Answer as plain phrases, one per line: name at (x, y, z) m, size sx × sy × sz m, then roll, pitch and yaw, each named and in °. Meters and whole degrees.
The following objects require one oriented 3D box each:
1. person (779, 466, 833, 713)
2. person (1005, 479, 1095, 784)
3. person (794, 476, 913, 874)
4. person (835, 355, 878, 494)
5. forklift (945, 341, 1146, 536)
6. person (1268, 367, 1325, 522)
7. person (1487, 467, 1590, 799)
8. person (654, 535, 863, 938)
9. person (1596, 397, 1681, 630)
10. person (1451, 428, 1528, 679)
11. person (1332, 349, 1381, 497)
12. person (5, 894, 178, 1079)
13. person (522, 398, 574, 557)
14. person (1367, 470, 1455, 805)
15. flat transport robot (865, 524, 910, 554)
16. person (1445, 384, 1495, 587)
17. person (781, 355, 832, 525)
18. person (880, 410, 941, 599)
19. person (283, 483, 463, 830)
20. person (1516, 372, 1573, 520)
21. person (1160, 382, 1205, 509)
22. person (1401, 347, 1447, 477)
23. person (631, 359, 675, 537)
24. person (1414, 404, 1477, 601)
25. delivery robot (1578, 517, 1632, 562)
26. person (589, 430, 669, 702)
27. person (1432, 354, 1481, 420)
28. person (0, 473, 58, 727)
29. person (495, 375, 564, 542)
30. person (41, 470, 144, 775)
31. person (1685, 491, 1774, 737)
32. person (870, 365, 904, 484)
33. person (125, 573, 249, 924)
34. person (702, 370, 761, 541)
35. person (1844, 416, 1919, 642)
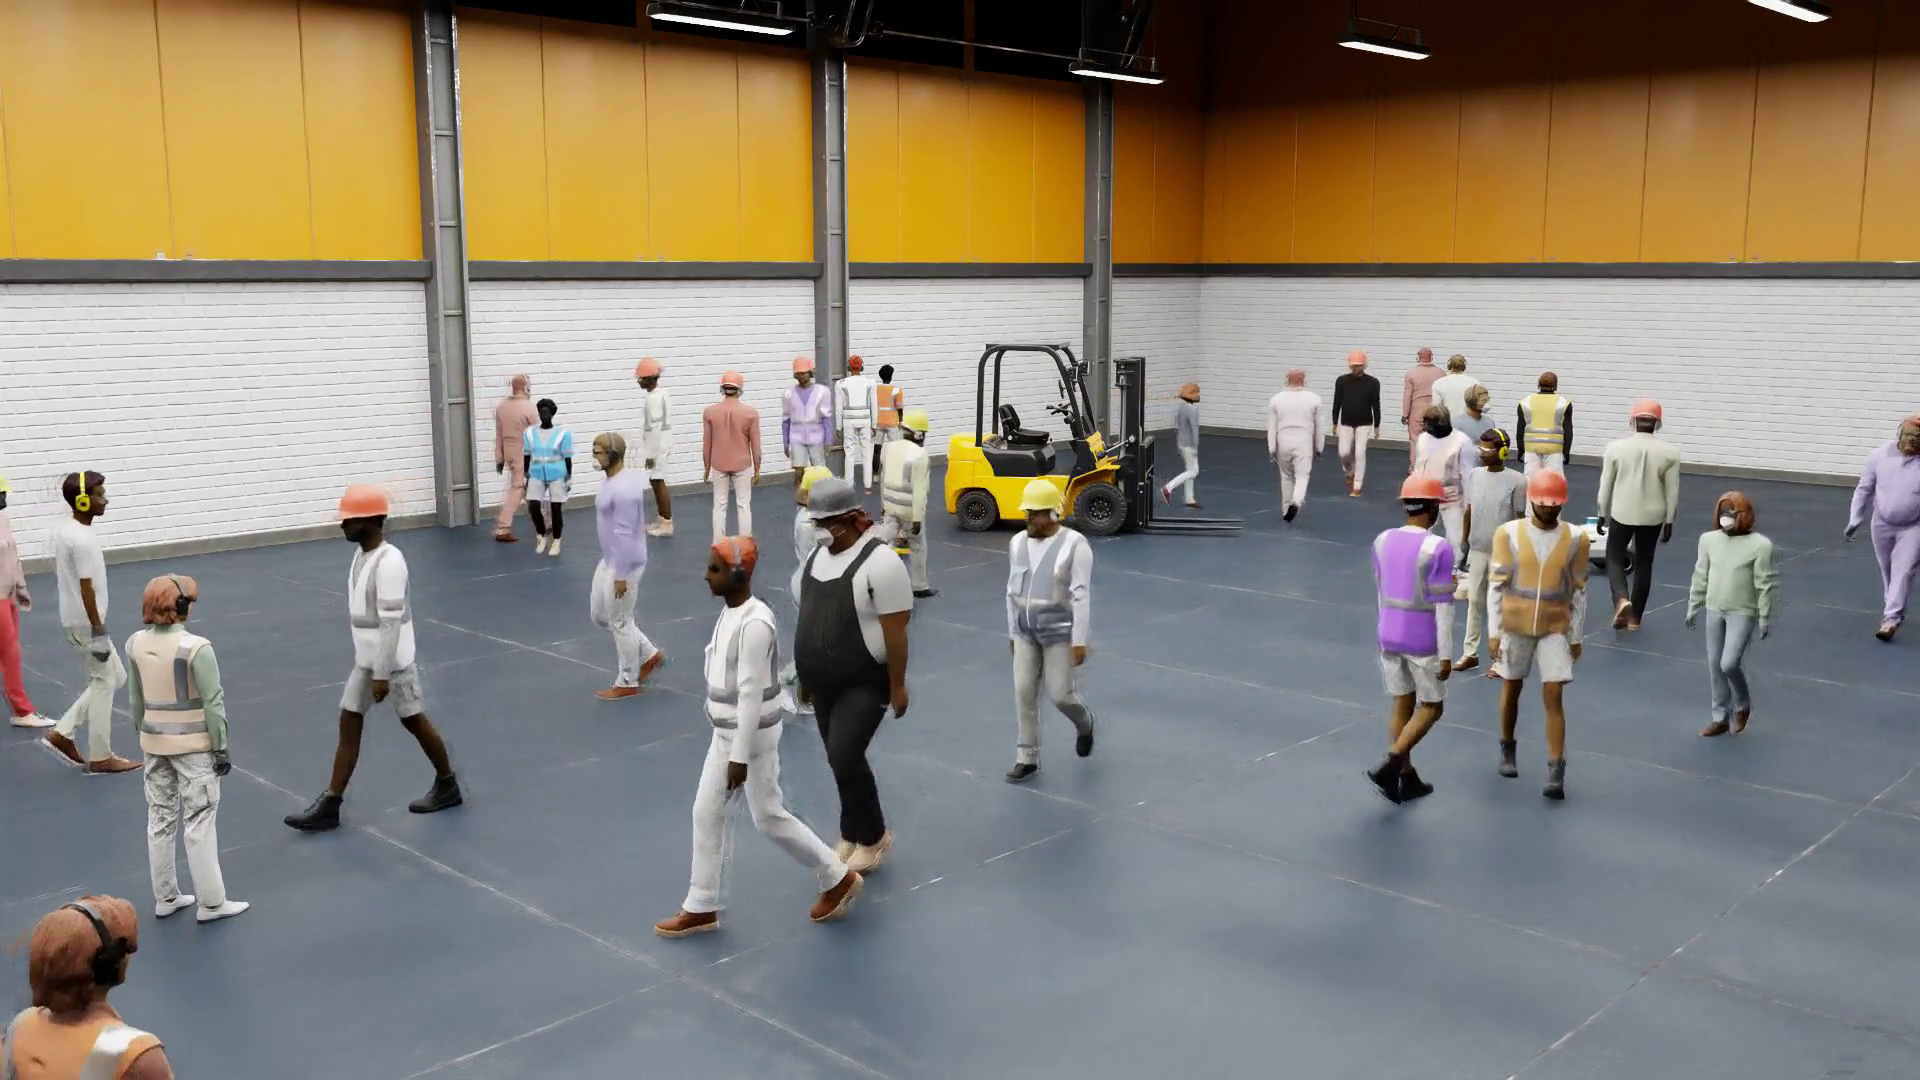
person at (-1.011, 0.352, 11.220) m, size 0.418 × 1.725 × 0.492 m, roll 0°, pitch 9°, yaw -2°
person at (0.544, 0.523, 9.911) m, size 0.606 × 1.812 × 0.639 m, roll 7°, pitch 11°, yaw 35°
person at (-0.586, 0.663, 8.361) m, size 0.543 × 2.000 × 0.700 m, roll -9°, pitch 13°, yaw -42°
person at (-1.391, -1.539, 22.349) m, size 0.575 × 1.883 × 0.355 m, roll -2°, pitch 10°, yaw -13°
forklift at (0.977, -1.223, 19.452) m, size 2.313 × 2.155 × 1.214 m, roll 2°, pitch 9°, yaw 11°
person at (3.997, -1.116, 19.800) m, size 0.677 × 1.874 × 0.810 m, roll 3°, pitch 10°, yaw 18°
person at (3.369, 0.514, 9.732) m, size 0.559 × 1.923 × 0.612 m, roll 3°, pitch 10°, yaw 16°
person at (-0.917, 0.886, 7.582) m, size 0.910 × 1.856 × 0.571 m, roll -4°, pitch 10°, yaw -25°
person at (5.629, -0.196, 13.802) m, size 0.634 × 1.979 × 0.672 m, roll 3°, pitch 10°, yaw 15°
person at (3.949, 0.096, 12.381) m, size 0.332 × 1.865 × 0.520 m, roll -9°, pitch 13°, yaw -43°
person at (5.296, -1.563, 22.213) m, size 0.645 × 1.970 × 0.612 m, roll 4°, pitch 10°, yaw 21°
person at (-2.016, 1.619, 3.856) m, size 0.513 × 1.596 × 0.856 m, roll 6°, pitch 11°, yaw 33°
person at (-4.335, -0.653, 17.489) m, size 0.559 × 1.681 × 0.391 m, roll 0°, pitch 9°, yaw 1°
person at (2.516, 0.567, 9.373) m, size 0.590 × 1.916 × 0.550 m, roll -7°, pitch 11°, yaw -35°
flat transport robot at (-1.057, -0.030, 18.022) m, size 0.652 × 0.197 × 1.431 m, roll -4°, pitch 10°, yaw -24°
person at (4.892, -0.521, 15.932) m, size 0.636 × 1.939 × 0.364 m, roll -7°, pitch 11°, yaw -35°
person at (-1.827, -1.214, 19.937) m, size 0.625 × 2.021 × 0.756 m, roll 0°, pitch 9°, yaw 1°
person at (-0.561, -0.288, 15.014) m, size 0.913 × 1.784 × 0.652 m, roll -9°, pitch 13°, yaw -42°
person at (-3.185, 0.629, 9.053) m, size 0.980 × 1.884 × 0.564 m, roll -8°, pitch 12°, yaw -40°
person at (6.823, -1.044, 19.436) m, size 0.624 × 1.844 × 0.430 m, roll 5°, pitch 10°, yaw 28°
person at (2.813, -1.179, 20.942) m, size 0.547 × 1.611 × 0.517 m, roll -2°, pitch 9°, yaw -10°
person at (6.715, -1.842, 24.139) m, size 0.651 × 1.904 × 0.401 m, roll -1°, pitch 9°, yaw -7°
person at (-3.486, -1.038, 18.900) m, size 0.437 × 2.018 × 0.705 m, roll -1°, pitch 9°, yaw -7°
person at (4.406, -0.335, 15.215) m, size 0.641 × 1.802 × 0.651 m, roll -7°, pitch 12°, yaw -36°
delivery robot at (6.304, 0.015, 16.587) m, size 0.707 × 0.478 × 0.477 m, roll 0°, pitch 9°, yaw -2°
person at (-2.365, 0.188, 11.655) m, size 0.477 × 1.925 × 0.629 m, roll -4°, pitch 10°, yaw -23°
person at (6.418, -1.443, 21.580) m, size 0.627 × 1.941 × 0.370 m, roll 2°, pitch 9°, yaw 10°
person at (-6.407, 0.384, 10.953) m, size 0.723 × 1.744 × 0.524 m, roll -1°, pitch 9°, yaw -8°
person at (-4.869, -0.922, 18.639) m, size 0.662 × 1.851 × 1.023 m, roll 7°, pitch 12°, yaw 38°
person at (-5.201, 0.502, 9.916) m, size 0.449 × 1.853 × 0.552 m, roll -6°, pitch 11°, yaw -32°
person at (4.937, 0.490, 10.711) m, size 0.349 × 1.620 × 0.526 m, roll -6°, pitch 11°, yaw -31°
person at (-1.042, -1.627, 23.485) m, size 0.532 × 1.691 × 0.321 m, roll 3°, pitch 10°, yaw 17°
person at (-3.610, 0.970, 7.713) m, size 0.513 × 1.639 × 0.307 m, roll 3°, pitch 10°, yaw 19°
person at (-2.380, -0.777, 17.343) m, size 0.618 × 1.994 × 0.385 m, roll 0°, pitch 9°, yaw 1°
person at (7.761, -0.114, 13.757) m, size 0.666 × 1.844 × 1.060 m, roll 9°, pitch 13°, yaw 44°
